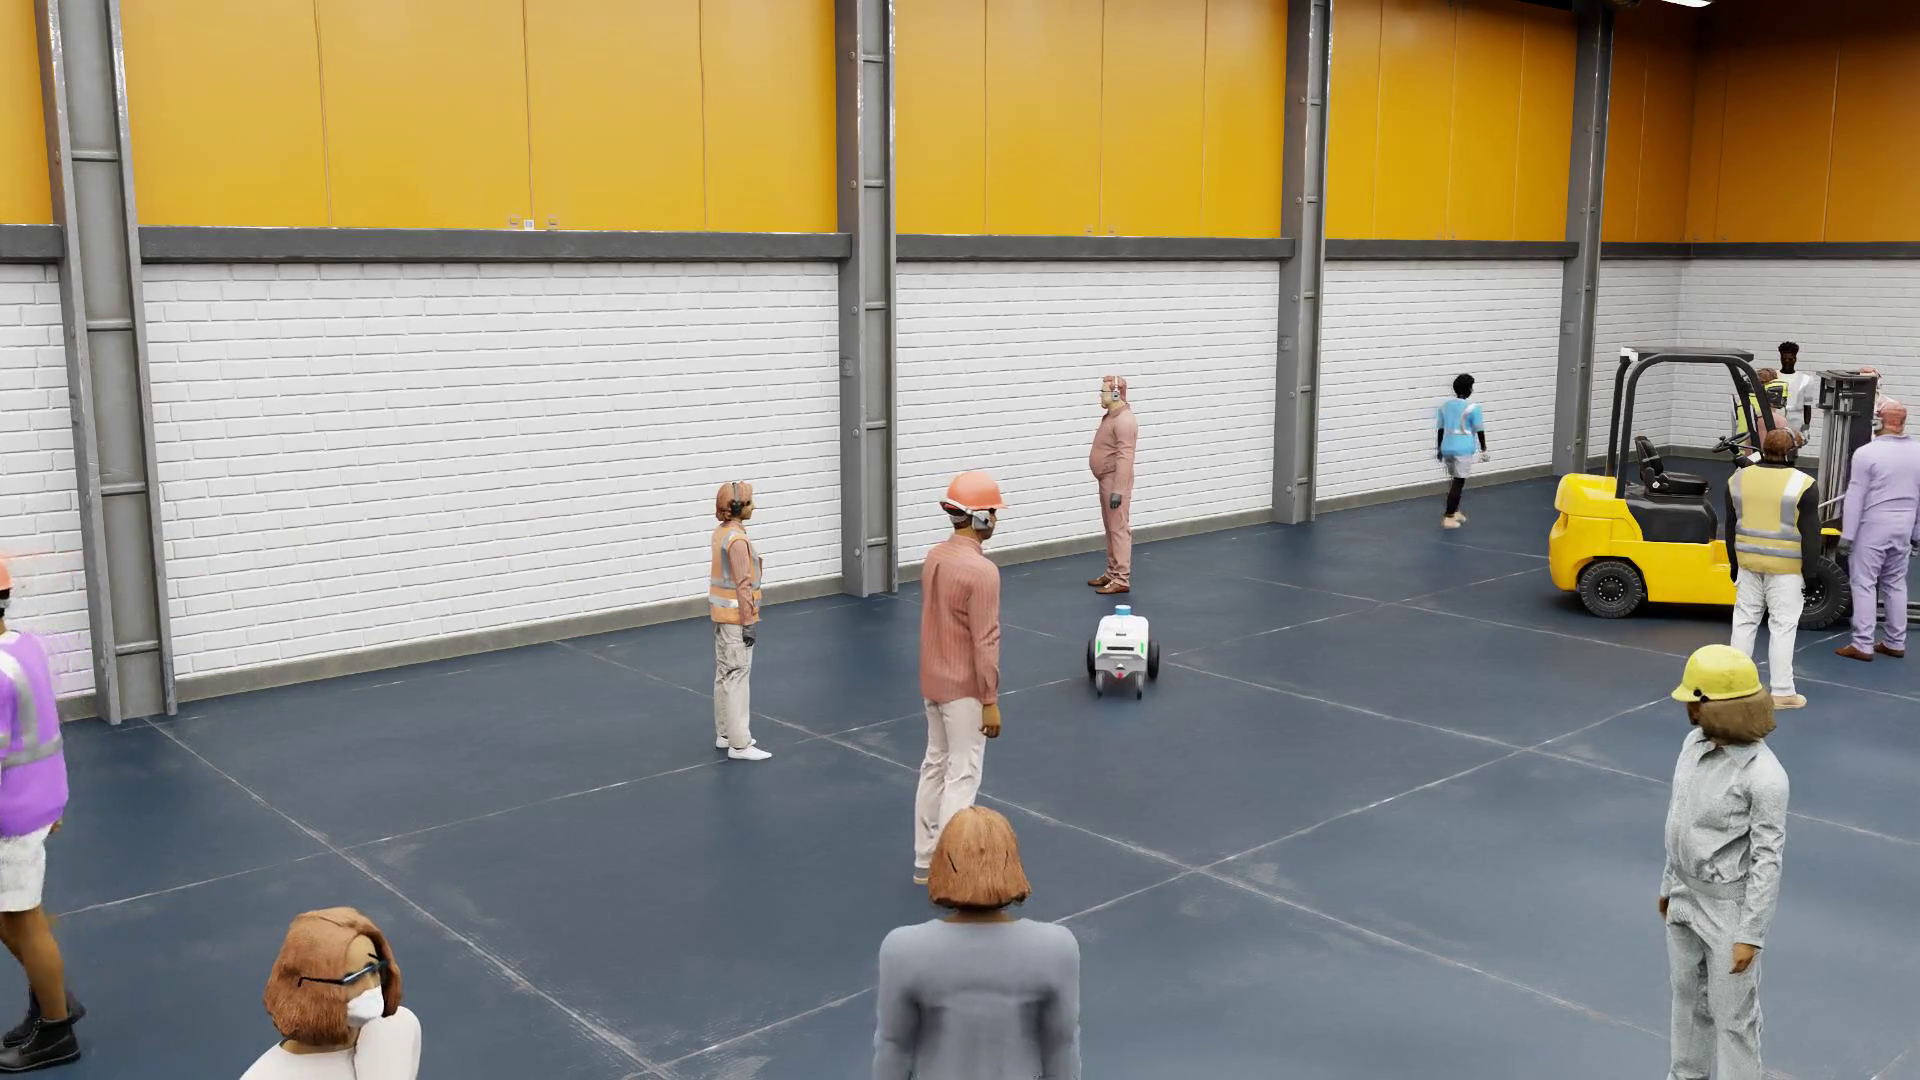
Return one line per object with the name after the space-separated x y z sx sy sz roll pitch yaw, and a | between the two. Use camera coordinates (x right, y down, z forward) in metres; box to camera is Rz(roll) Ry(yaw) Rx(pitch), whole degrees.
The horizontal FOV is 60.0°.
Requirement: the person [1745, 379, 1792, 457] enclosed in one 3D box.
7.793 -0.666 16.043 0.327 1.767 0.533 -2 10 -10 | person

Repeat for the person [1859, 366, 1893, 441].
8.527 -0.690 15.773 0.638 1.909 0.408 6 11 30 | person

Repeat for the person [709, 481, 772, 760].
-1.312 0.471 9.758 0.308 1.641 0.517 -4 10 -22 | person

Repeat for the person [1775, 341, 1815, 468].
9.535 -1.319 19.277 0.608 1.966 0.374 4 11 24 | person

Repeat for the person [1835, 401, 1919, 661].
6.715 -0.065 12.147 0.654 1.901 0.399 -2 10 -12 | person

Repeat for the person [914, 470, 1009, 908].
0.024 0.667 7.639 0.439 1.981 0.628 -4 11 -23 | person

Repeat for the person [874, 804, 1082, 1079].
0.045 1.446 4.115 0.517 1.618 0.644 0 10 -2 | person

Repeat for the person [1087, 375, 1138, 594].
1.332 -0.486 14.578 0.408 1.908 0.641 -1 10 -5 | person

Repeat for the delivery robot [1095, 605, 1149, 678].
1.110 0.691 11.366 0.477 0.478 0.707 1 10 8 | delivery robot

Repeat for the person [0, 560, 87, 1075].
-3.436 0.976 5.963 0.423 1.918 0.581 -3 10 -16 | person

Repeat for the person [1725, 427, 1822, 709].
5.315 0.179 10.875 0.429 1.844 0.625 -7 12 -34 | person

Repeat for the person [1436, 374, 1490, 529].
5.468 -0.959 18.017 0.630 1.673 0.540 -5 11 -29 | person

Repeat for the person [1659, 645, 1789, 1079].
2.390 1.181 5.319 0.311 1.735 0.483 -2 10 -9 | person

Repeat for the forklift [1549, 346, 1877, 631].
6.109 -0.478 13.691 2.313 2.155 1.214 3 10 16 | forklift

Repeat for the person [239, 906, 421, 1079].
-1.272 1.547 3.464 0.286 1.636 0.497 4 11 23 | person

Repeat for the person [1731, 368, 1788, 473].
7.951 -0.787 16.522 0.429 1.847 0.625 -3 10 -20 | person
